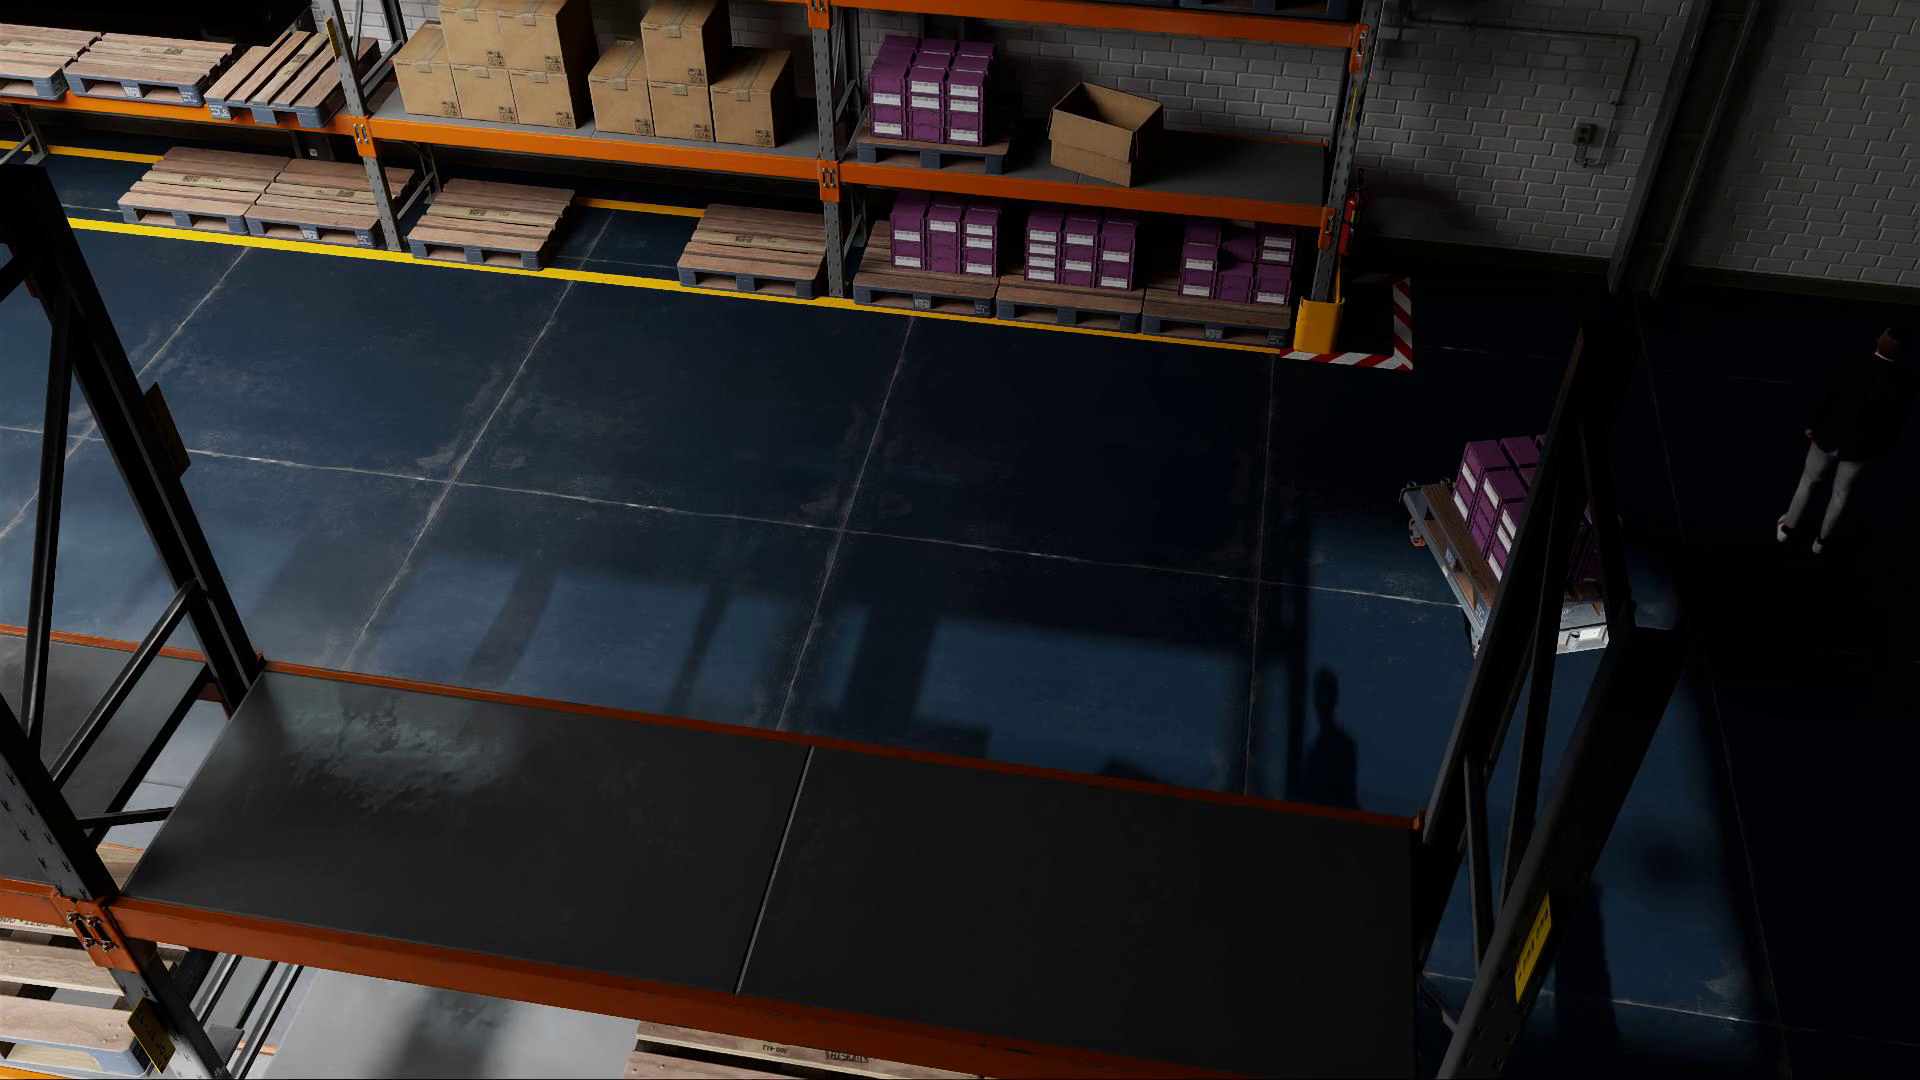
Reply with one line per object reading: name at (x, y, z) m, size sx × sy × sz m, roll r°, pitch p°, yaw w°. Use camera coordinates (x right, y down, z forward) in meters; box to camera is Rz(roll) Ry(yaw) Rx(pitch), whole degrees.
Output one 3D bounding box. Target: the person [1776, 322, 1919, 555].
person at (6.059, -0.710, 11.333) m, size 0.704 × 1.951 × 0.858 m, roll 25°, pitch 49°, yaw 24°
